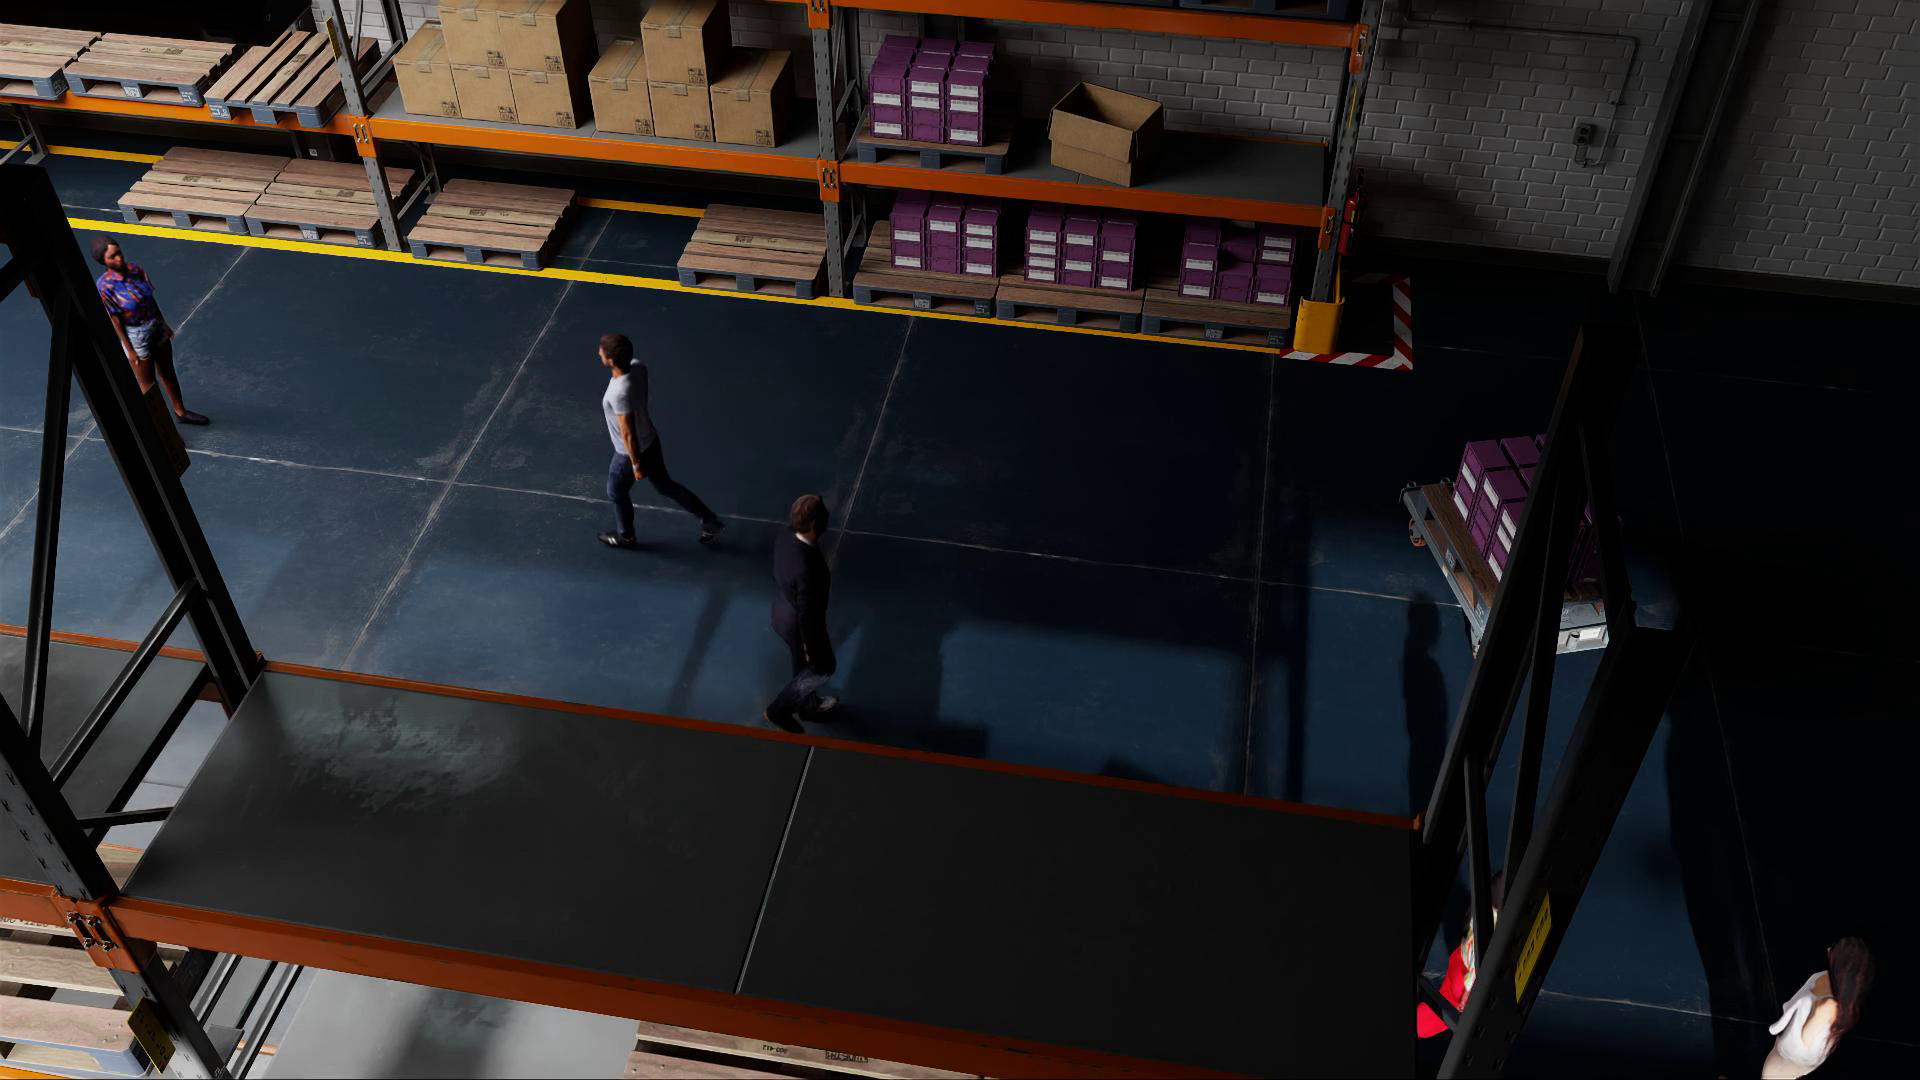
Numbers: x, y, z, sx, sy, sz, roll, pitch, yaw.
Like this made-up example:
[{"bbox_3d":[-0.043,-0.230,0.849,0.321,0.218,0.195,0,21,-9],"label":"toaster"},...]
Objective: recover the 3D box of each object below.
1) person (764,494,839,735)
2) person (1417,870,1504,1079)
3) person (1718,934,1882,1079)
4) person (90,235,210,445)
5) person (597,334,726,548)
[{"bbox_3d":[-1.050,0.488,10.189,0.974,1.795,0.904,-13,45,-13],"label":"person"},{"bbox_3d":[2.506,2.214,8.398,0.984,1.766,0.622,10,45,10],"label":"person"},{"bbox_3d":[4.174,2.471,8.211,0.654,1.652,0.713,10,44,10],"label":"person"},{"bbox_3d":[-6.042,-1.492,12.306,0.574,1.742,0.626,15,46,15],"label":"person"},{"bbox_3d":[-2.095,-0.607,11.313,1.173,1.830,0.665,10,44,10],"label":"person"}]
